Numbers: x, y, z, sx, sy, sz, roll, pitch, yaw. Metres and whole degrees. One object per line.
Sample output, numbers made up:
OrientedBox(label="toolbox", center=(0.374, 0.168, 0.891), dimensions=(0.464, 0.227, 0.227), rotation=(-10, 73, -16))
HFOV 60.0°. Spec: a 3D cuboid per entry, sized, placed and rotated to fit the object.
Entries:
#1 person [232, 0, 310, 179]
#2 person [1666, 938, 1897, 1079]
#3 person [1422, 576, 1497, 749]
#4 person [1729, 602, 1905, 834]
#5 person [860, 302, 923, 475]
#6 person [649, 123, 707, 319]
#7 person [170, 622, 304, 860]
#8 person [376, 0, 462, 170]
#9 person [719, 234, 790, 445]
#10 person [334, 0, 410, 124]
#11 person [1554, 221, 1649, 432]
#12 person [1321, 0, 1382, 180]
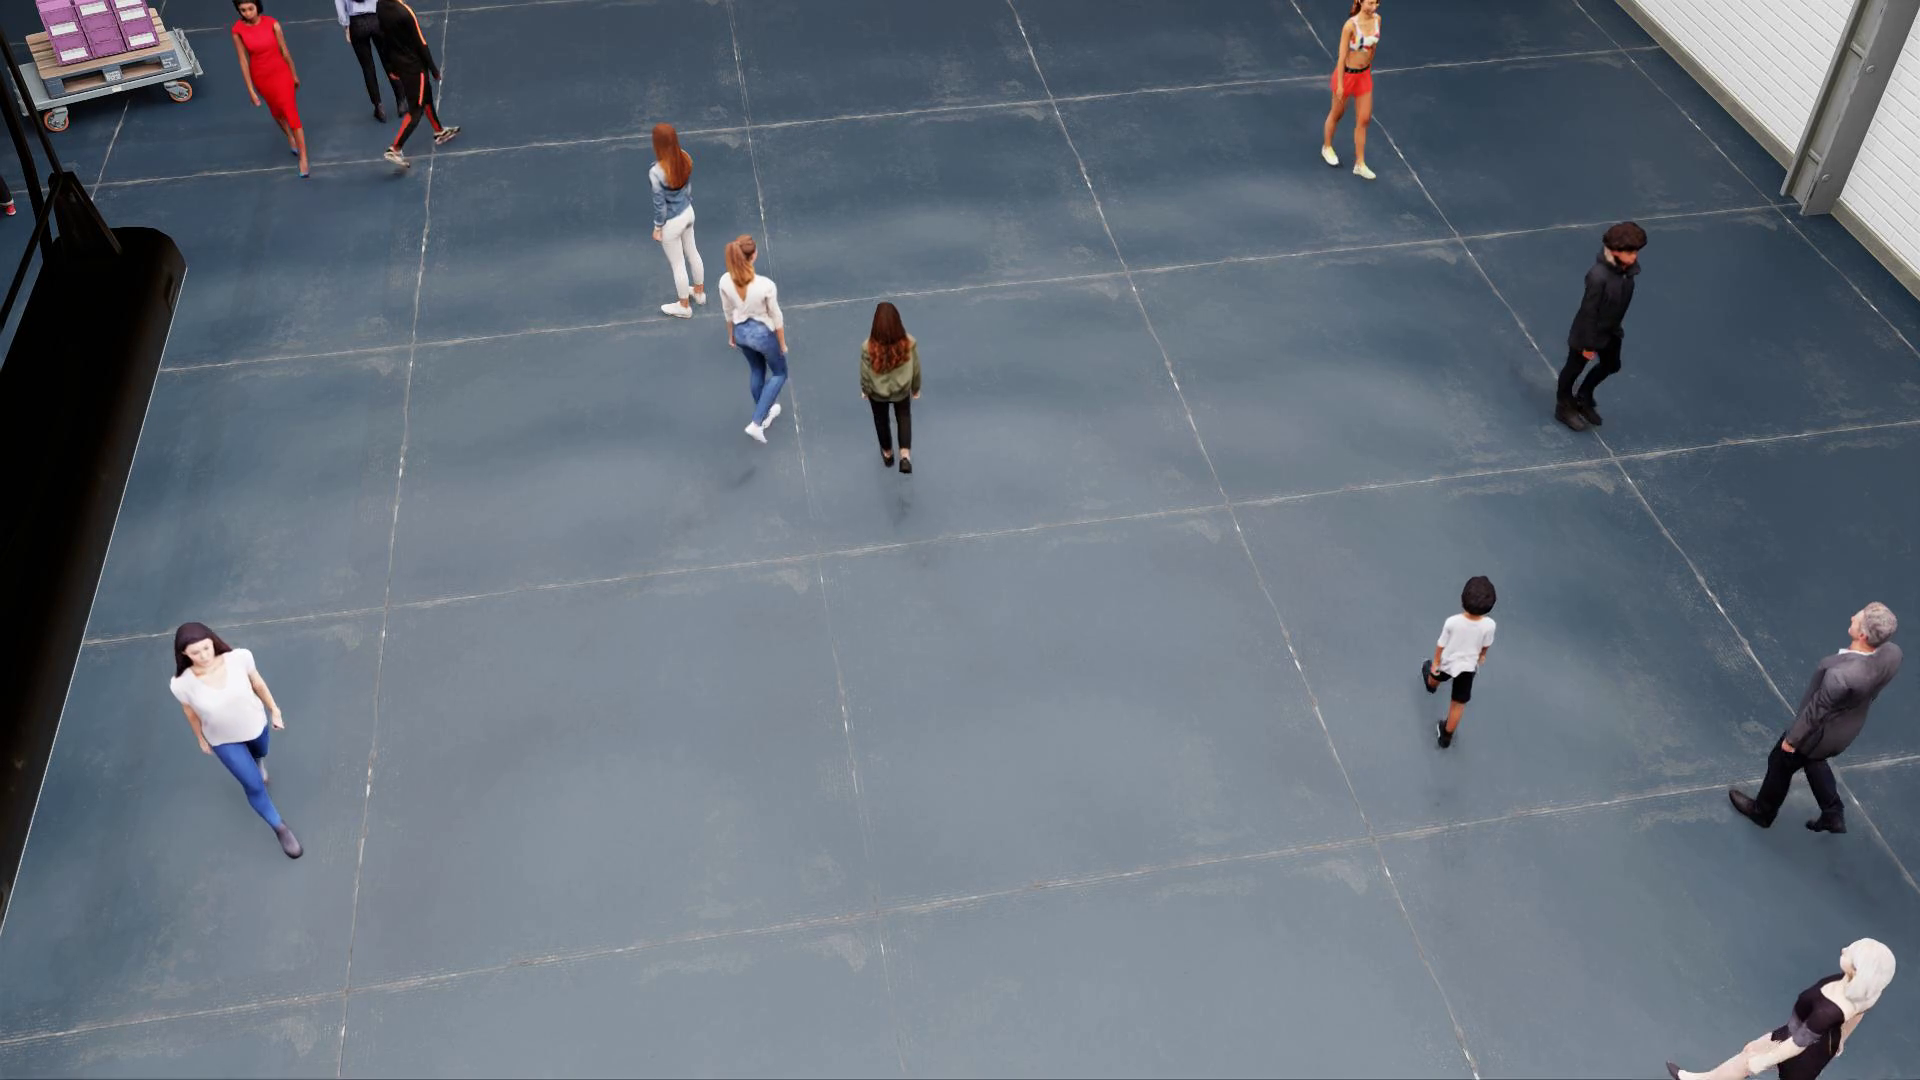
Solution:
OrientedBox(label="person", center=(-6.181, -4.146, 14.936), dimensions=(0.719, 1.699, 1.146), rotation=(-14, 45, -15))
OrientedBox(label="person", center=(4.075, 2.520, 7.880), dimensions=(0.988, 1.779, 1.236), rotation=(-29, 51, -27))
OrientedBox(label="person", center=(3.047, 0.772, 10.119), dimensions=(0.650, 1.222, 0.914), rotation=(4, 44, 4))
OrientedBox(label="person", center=(4.911, 1.092, 9.349), dimensions=(0.900, 1.820, 1.002), rotation=(-23, 48, -22))
OrientedBox(label="person", center=(-0.494, -1.034, 11.839), dimensions=(0.588, 1.465, 0.741), rotation=(-7, 44, -7))
OrientedBox(label="person", center=(-2.253, -2.551, 13.259), dimensions=(0.746, 1.703, 0.661), rotation=(21, 47, 21))
OrientedBox(label="person", center=(-4.156, 1.045, 9.522), dimensions=(0.977, 1.650, 1.186), rotation=(-31, 52, -28))
OrientedBox(label="person", center=(-5.014, -4.201, 14.940), dimensions=(1.137, 1.772, 1.204), rotation=(26, 50, 25))
OrientedBox(label="person", center=(-1.503, -1.411, 12.057), dimensions=(0.869, 1.710, 0.969), rotation=(16, 46, 16))
OrientedBox(label="person", center=(-5.524, -4.751, 15.539), dimensions=(0.705, 1.744, 0.639), rotation=(-17, 46, -17))
OrientedBox(label="person", center=(4.620, -1.604, 12.221), dimensions=(0.738, 1.763, 0.734), rotation=(-25, 49, -24))
OrientedBox(label="person", center=(3.467, -4.172, 14.912), dimensions=(0.764, 1.768, 0.996), rotation=(-18, 46, -18))
